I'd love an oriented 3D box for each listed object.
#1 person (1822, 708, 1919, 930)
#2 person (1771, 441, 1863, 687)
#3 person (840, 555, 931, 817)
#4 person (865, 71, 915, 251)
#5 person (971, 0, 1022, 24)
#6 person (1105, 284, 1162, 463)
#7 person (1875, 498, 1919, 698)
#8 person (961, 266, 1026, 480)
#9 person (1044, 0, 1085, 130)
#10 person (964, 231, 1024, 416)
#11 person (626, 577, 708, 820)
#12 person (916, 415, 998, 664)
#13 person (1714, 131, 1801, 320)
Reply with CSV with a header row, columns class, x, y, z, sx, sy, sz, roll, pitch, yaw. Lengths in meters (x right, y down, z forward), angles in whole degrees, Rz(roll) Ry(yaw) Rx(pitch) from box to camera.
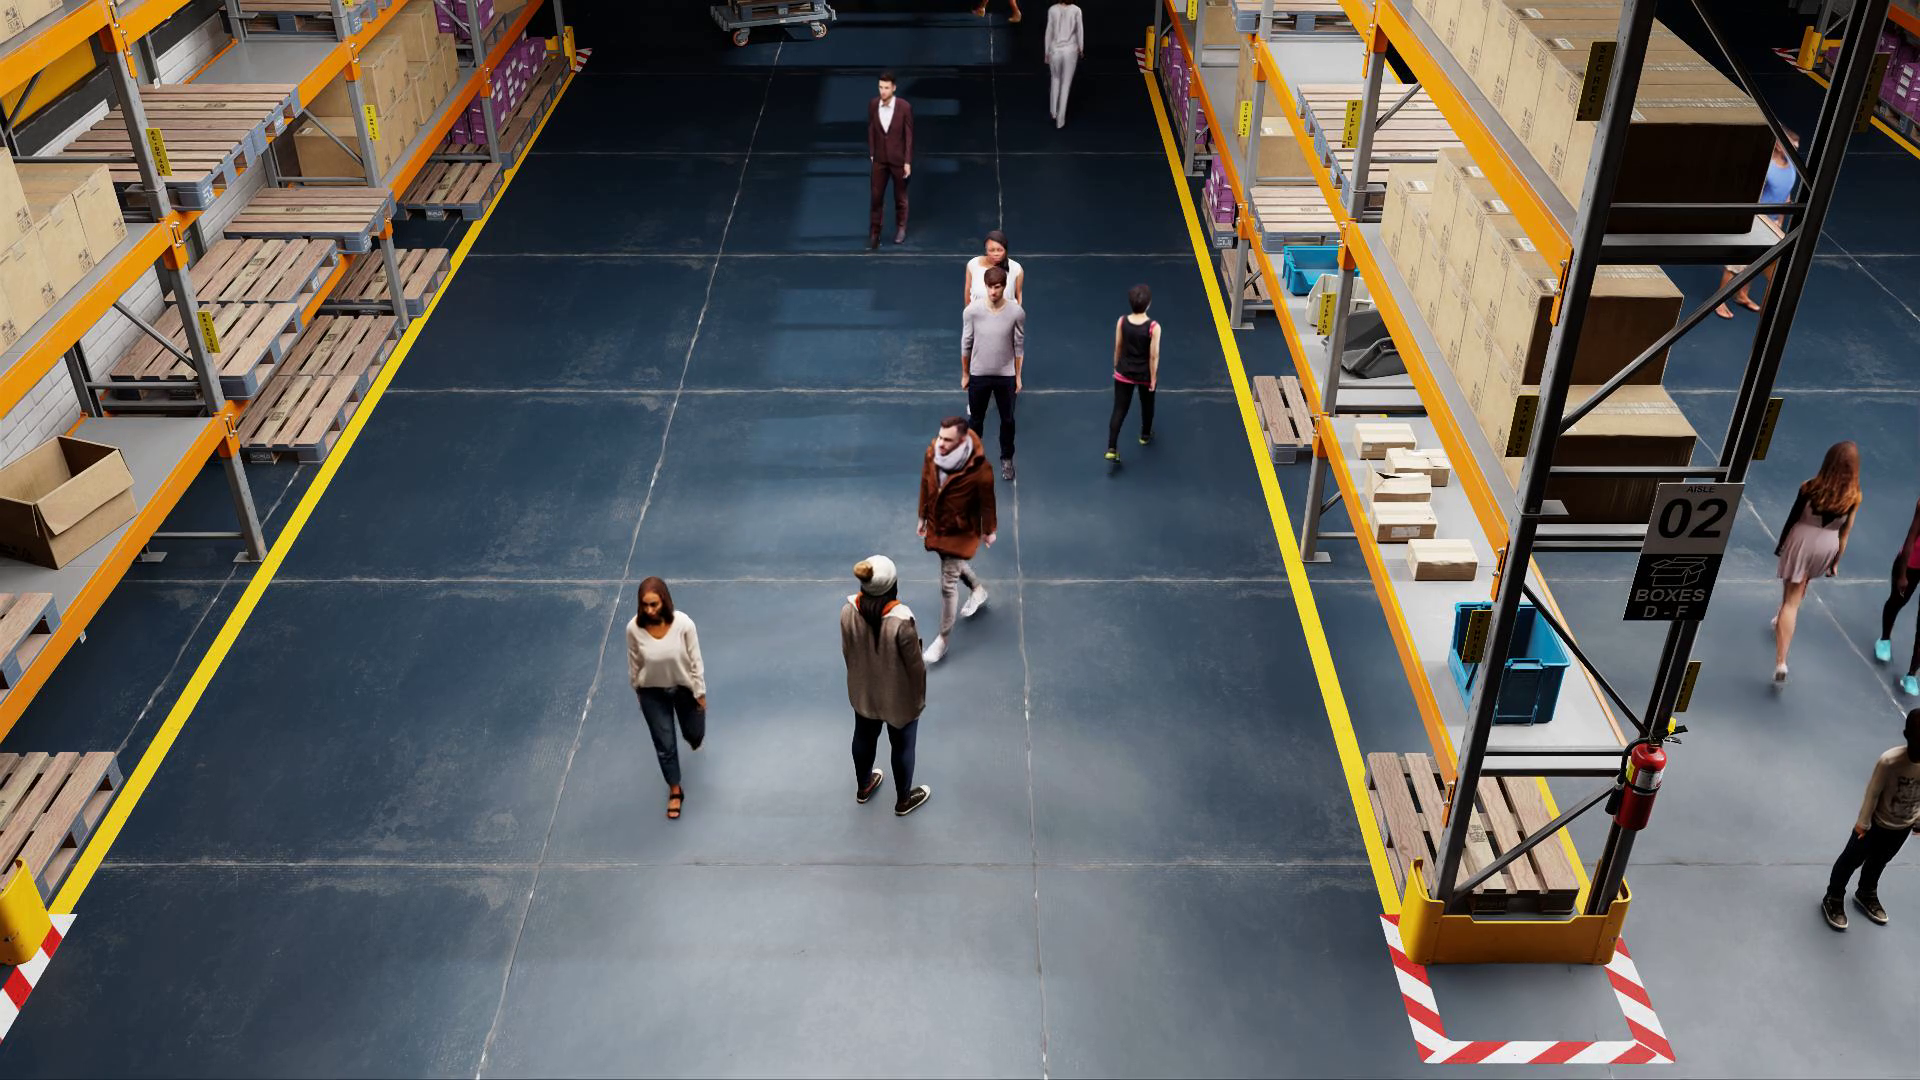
class,x,y,z,sx,sy,sz,roll,pitch,yaw
person,5.235,1.553,9.387,0.574,1.465,0.550,-5,34,-8
person,5.709,0.184,11.214,0.819,1.722,1.177,12,35,18
person,-0.469,0.860,10.054,0.799,1.880,0.821,16,37,23
person,-0.691,-4.011,17.417,0.823,1.841,1.049,7,34,11
person,0.638,-8.266,24.000,0.858,1.640,1.045,11,35,16
person,1.411,-1.339,13.690,0.815,1.518,1.093,13,36,19
person,6.531,0.134,11.313,0.755,1.697,0.998,11,35,17
person,0.266,-1.349,13.410,0.653,1.844,0.524,0,34,1
person,1.244,-5.909,20.351,0.700,1.754,0.793,9,35,13
person,0.290,-1.865,14.332,0.702,1.683,0.661,6,34,9
person,-1.755,0.888,10.207,0.626,1.664,0.877,-1,34,-1
person,-0.001,-0.108,11.586,1.120,1.796,1.214,25,41,32
person,7.669,-3.041,15.948,0.756,1.853,0.750,-14,36,-19
